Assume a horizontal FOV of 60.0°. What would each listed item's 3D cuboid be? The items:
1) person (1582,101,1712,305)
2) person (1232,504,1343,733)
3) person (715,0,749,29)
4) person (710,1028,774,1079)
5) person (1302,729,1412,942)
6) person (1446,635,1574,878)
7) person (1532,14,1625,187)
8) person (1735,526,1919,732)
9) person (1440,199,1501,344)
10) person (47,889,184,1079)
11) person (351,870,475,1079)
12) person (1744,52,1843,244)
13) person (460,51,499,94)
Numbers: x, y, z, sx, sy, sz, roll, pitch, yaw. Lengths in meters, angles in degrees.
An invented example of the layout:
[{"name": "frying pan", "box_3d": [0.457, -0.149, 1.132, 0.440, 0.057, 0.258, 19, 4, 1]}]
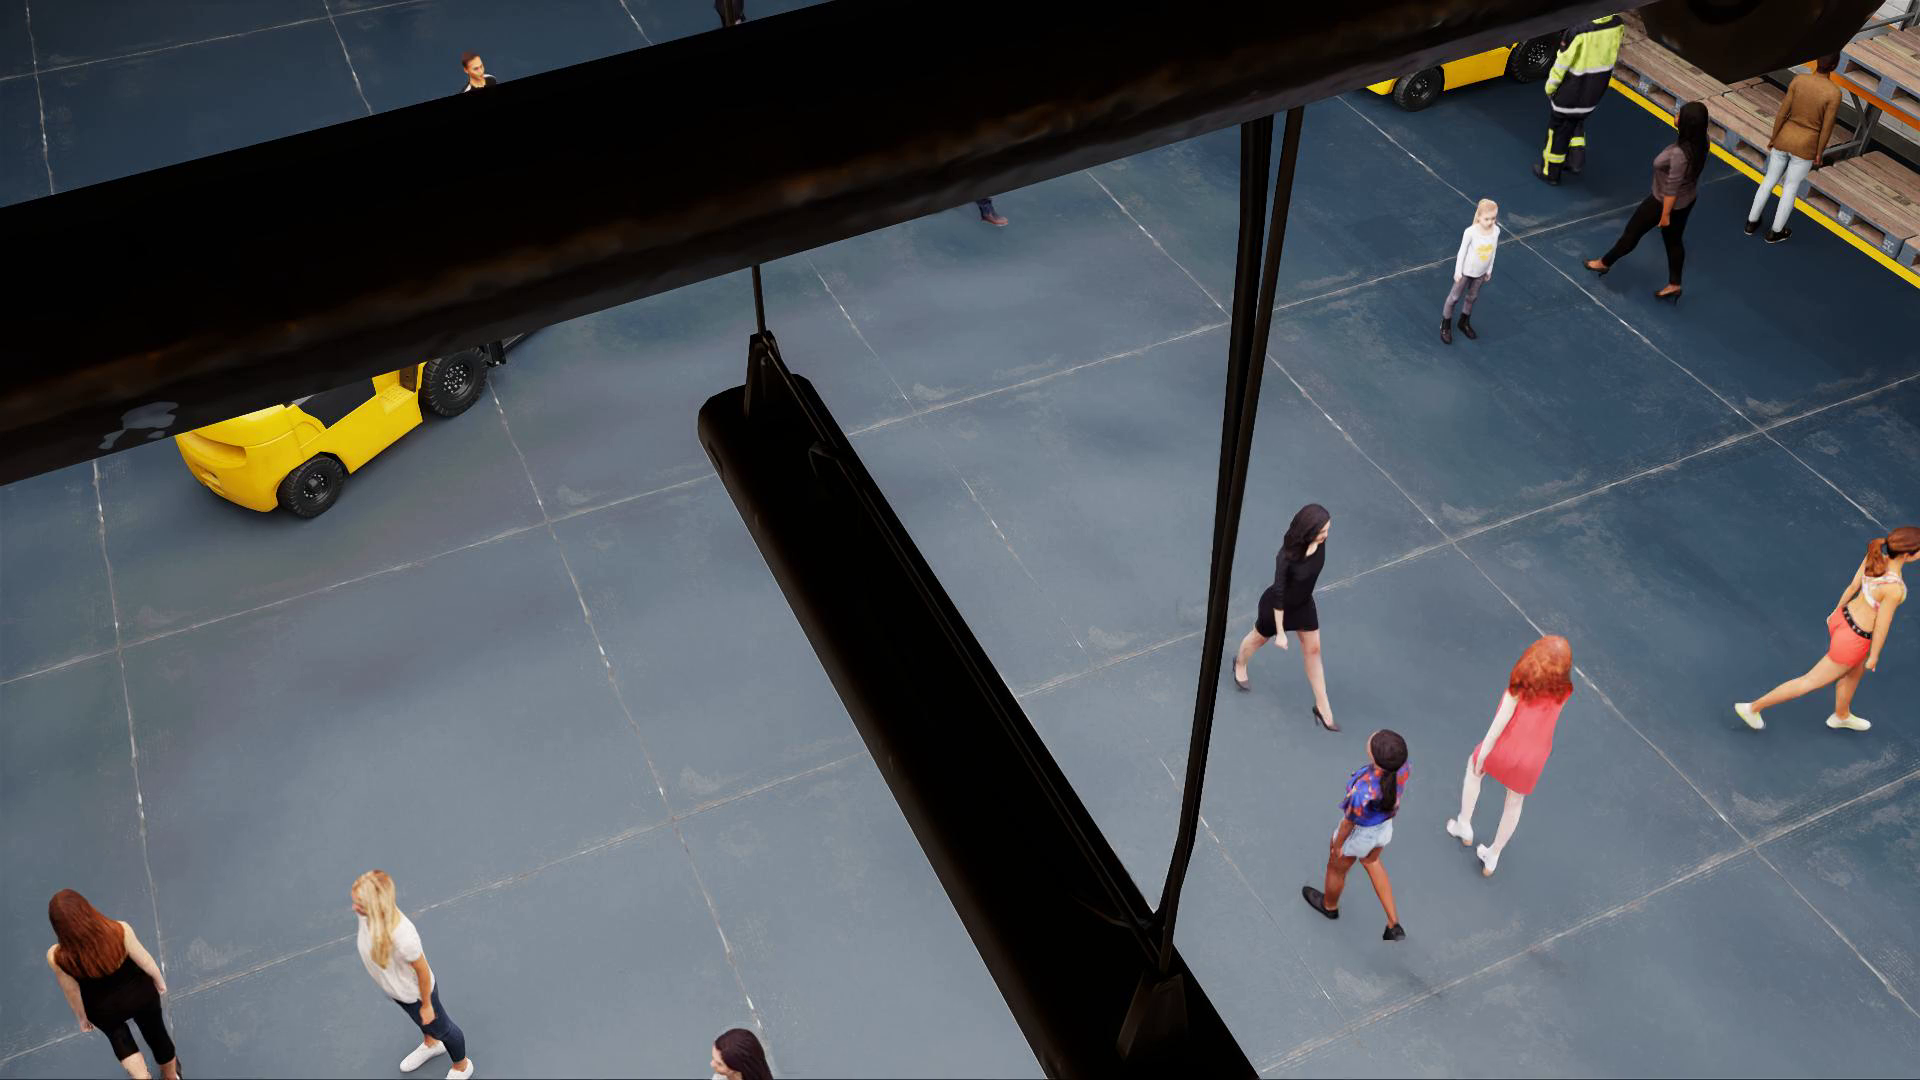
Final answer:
[{"name": "person", "box_3d": [5.973, -2.731, 13.770, 0.860, 1.800, 1.168, -32, 52, -29]}, {"name": "person", "box_3d": [1.992, 0.400, 10.512, 0.750, 1.760, 1.144, -26, 49, -25]}, {"name": "person", "box_3d": [-2.339, -5.188, 16.424, 0.741, 1.696, 0.601, -26, 49, -25]}, {"name": "person", "box_3d": [-0.992, 2.813, 8.072, 0.677, 1.632, 0.458, -21, 48, -21]}, {"name": "person", "box_3d": [2.296, 1.665, 9.206, 0.674, 1.730, 0.948, -25, 49, -24]}, {"name": "person", "box_3d": [3.225, 1.312, 9.525, 0.718, 1.801, 0.785, -5, 44, -5]}, {"name": "person", "box_3d": [5.664, -4.103, 15.089, 0.785, 1.967, 0.714, -15, 46, -15]}, {"name": "person", "box_3d": [5.432, 0.603, 10.304, 1.030, 1.753, 1.148, 4, 44, 4]}, {"name": "person", "box_3d": [4.192, -2.223, 13.614, 0.531, 1.279, 0.550, -8, 44, -9]}, {"name": "person", "box_3d": [-4.244, 2.407, 8.437, 0.618, 1.717, 0.701, -22, 48, -22]}, {"name": "person", "box_3d": [-2.822, 2.257, 8.528, 0.583, 1.808, 0.730, 32, 52, 29]}, {"name": "person", "box_3d": [7.300, -3.451, 14.514, 0.761, 1.816, 0.589, -32, 52, -29]}, {"name": "person", "box_3d": [-4.231, -3.593, 14.796, 1.150, 1.632, 1.001, 21, 47, 21]}]
